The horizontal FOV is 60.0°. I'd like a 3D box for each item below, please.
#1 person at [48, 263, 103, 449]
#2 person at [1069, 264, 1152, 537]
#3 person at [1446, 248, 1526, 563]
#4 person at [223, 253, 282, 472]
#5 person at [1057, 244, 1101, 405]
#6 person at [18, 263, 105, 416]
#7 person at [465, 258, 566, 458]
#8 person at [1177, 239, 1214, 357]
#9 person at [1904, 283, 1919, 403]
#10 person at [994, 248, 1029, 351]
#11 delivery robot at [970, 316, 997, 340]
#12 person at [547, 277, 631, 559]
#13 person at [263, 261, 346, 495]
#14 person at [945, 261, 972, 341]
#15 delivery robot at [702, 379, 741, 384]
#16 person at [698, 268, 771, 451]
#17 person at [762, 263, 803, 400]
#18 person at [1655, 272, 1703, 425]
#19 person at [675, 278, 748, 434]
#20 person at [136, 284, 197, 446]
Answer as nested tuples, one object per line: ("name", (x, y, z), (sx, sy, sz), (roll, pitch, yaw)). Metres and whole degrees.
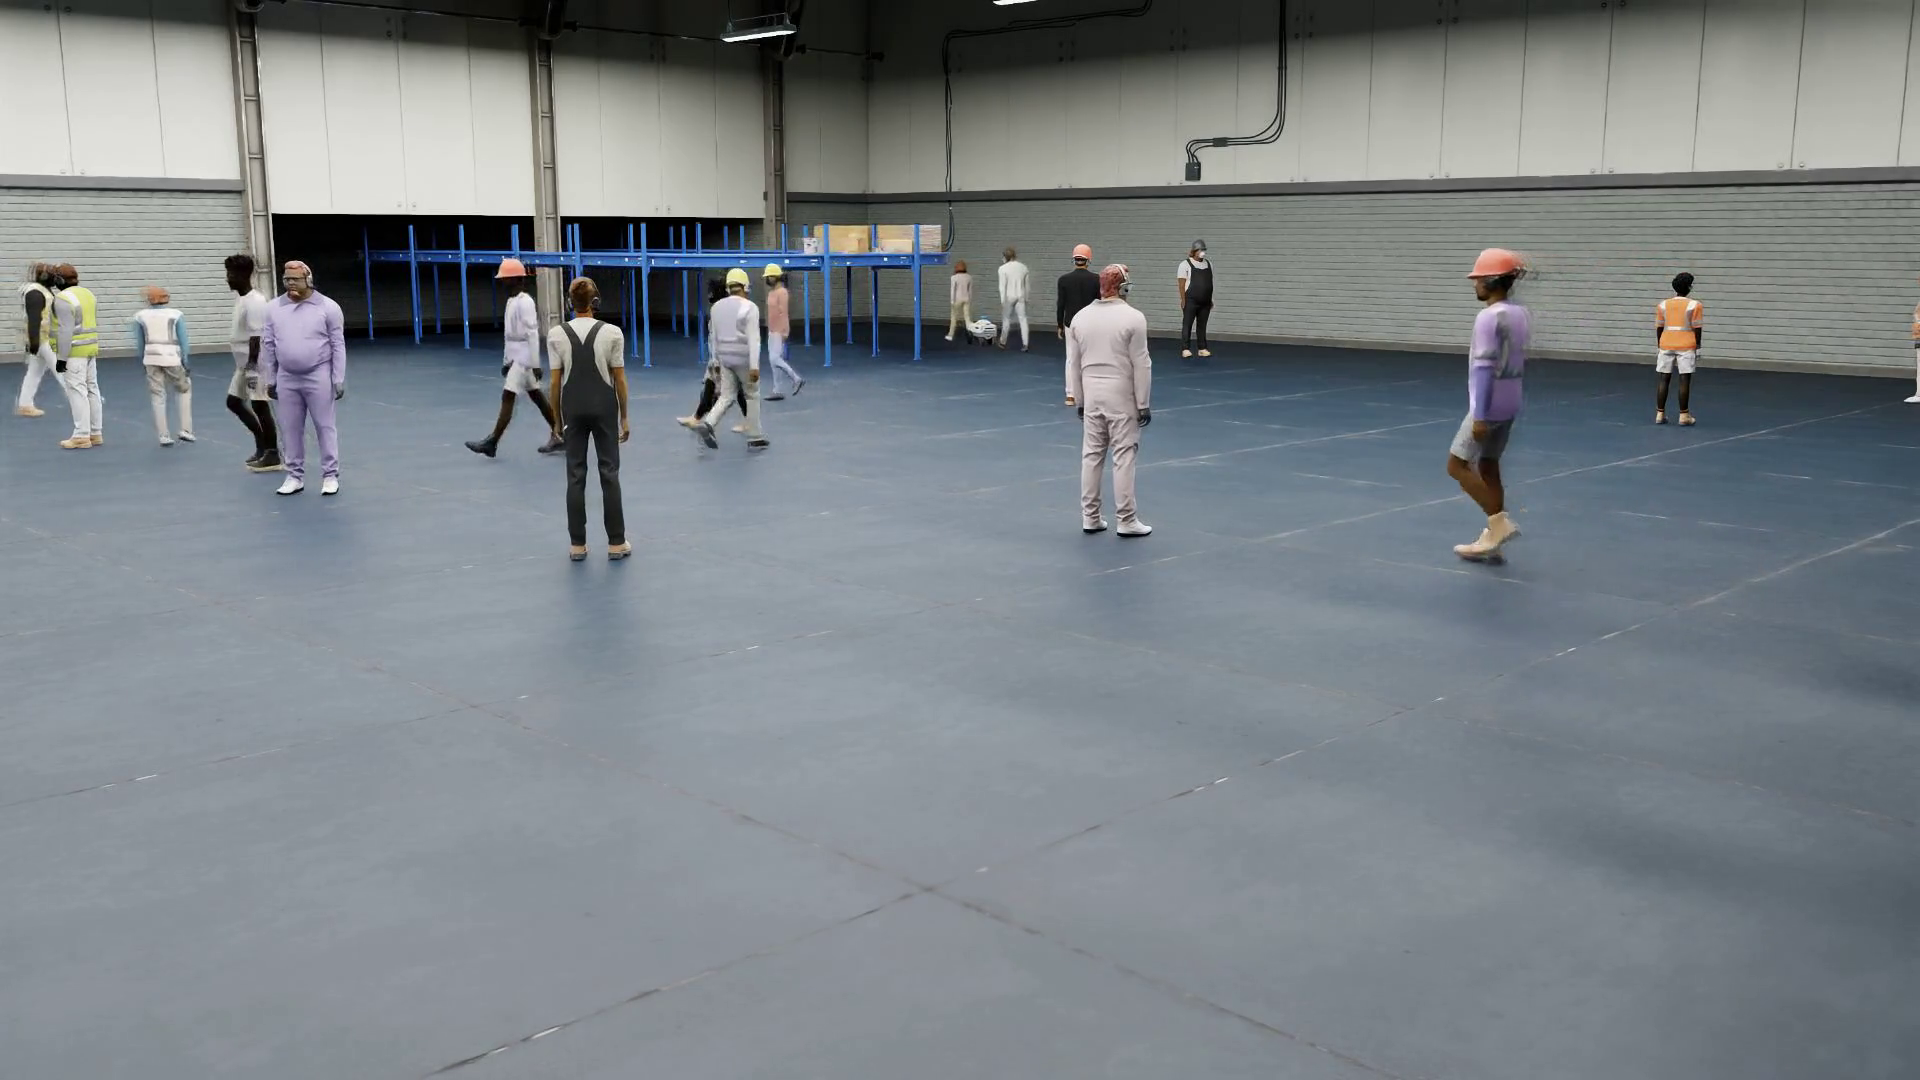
("person", (-8.879, -1.849, 16.670), (0.430, 1.838, 0.619), (0, 10, -1))
("person", (1.092, -0.986, 11.767), (0.636, 1.911, 0.405), (8, 13, 39))
("person", (3.399, -0.859, 10.743), (0.419, 2.025, 0.642), (8, 13, 37))
("person", (-6.367, -1.590, 14.943), (0.444, 1.944, 0.635), (-7, 12, -34))
("person", (1.518, -2.685, 20.792), (0.609, 1.996, 0.383), (2, 11, 11))
("person", (-10.631, -2.343, 19.500), (0.991, 1.781, 0.636), (-3, 11, -17))
("person", (-4.258, -1.745, 15.966), (1.012, 1.882, 0.565), (-5, 12, -26))
("person", (4.178, -4.215, 29.130), (0.682, 2.000, 0.537), (-4, 11, -23))
("person", (12.213, -2.556, 21.050), (0.307, 1.645, 0.513), (8, 13, 36))
("person", (0.976, -4.408, 30.550), (0.656, 1.868, 1.076), (-4, 11, -23))
("delivery robot", (0.451, -4.099, 32.292), (0.477, 0.478, 0.707), (-4, 11, -18))
("person", (-2.424, -0.794, 10.905), (0.507, 1.842, 0.343), (-1, 10, -4))
("person", (-5.360, -1.318, 13.589), (0.651, 1.904, 0.403), (0, 10, 0))
("person", (0.002, -4.778, 33.315), (0.521, 1.592, 0.780), (-6, 12, -29))
("delivery robot", (-2.800, -2.027, 20.288), (0.698, 0.223, 0.335), (-2, 11, -10))
("person", (-2.227, -1.758, 16.296), (0.607, 1.804, 0.777), (7, 12, 33))
("person", (-2.326, -2.674, 21.398), (0.425, 1.750, 0.540), (-5, 12, -27))
("person", (8.069, -2.148, 18.678), (0.318, 1.697, 0.533), (-10, 14, -42))
("person", (-2.602, -1.950, 17.697), (0.875, 1.644, 0.553), (-2, 11, -11))
("person", (-8.035, -1.774, 16.843), (0.520, 1.617, 0.529), (-1, 10, -5))
